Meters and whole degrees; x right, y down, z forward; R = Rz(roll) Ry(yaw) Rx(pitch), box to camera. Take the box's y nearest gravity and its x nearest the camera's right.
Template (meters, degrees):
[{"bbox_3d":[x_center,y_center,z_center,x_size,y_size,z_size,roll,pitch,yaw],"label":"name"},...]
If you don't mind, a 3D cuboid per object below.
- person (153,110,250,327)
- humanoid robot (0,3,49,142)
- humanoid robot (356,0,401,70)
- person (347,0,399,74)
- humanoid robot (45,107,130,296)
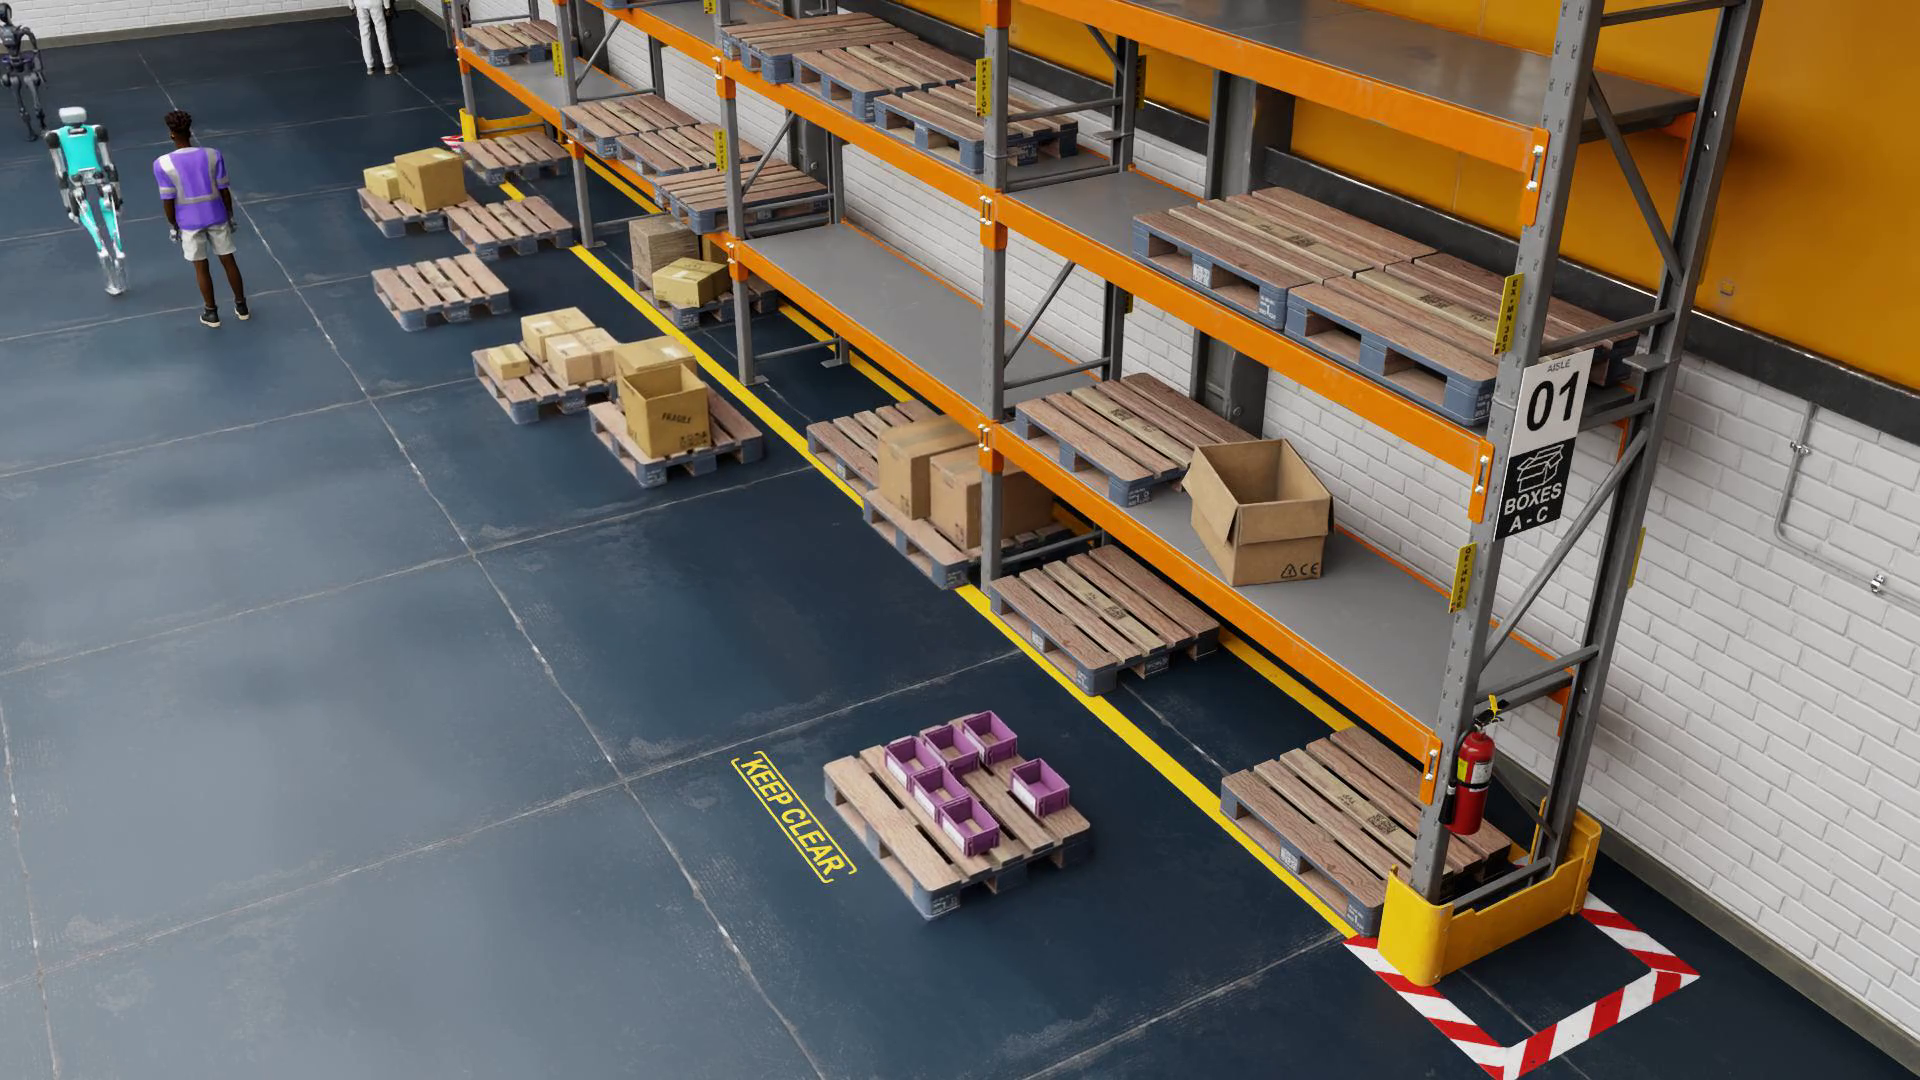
[{"bbox_3d":[-6.855,-2.897,15.025,0.605,1.965,0.373,-21,35,-32],"label":"person"},{"bbox_3d":[-11.441,-5.682,20.232,0.589,1.644,0.381,-9,31,-15],"label":"humanoid robot"},{"bbox_3d":[-8.230,-7.506,23.440,0.599,1.657,0.315,-16,33,-26],"label":"humanoid robot"},{"bbox_3d":[-8.224,-7.450,23.148,0.578,1.882,0.343,0,30,0],"label":"person"},{"bbox_3d":[-8.105,-3.118,15.668,0.555,1.797,0.746,-21,36,-33],"label":"humanoid robot"}]
